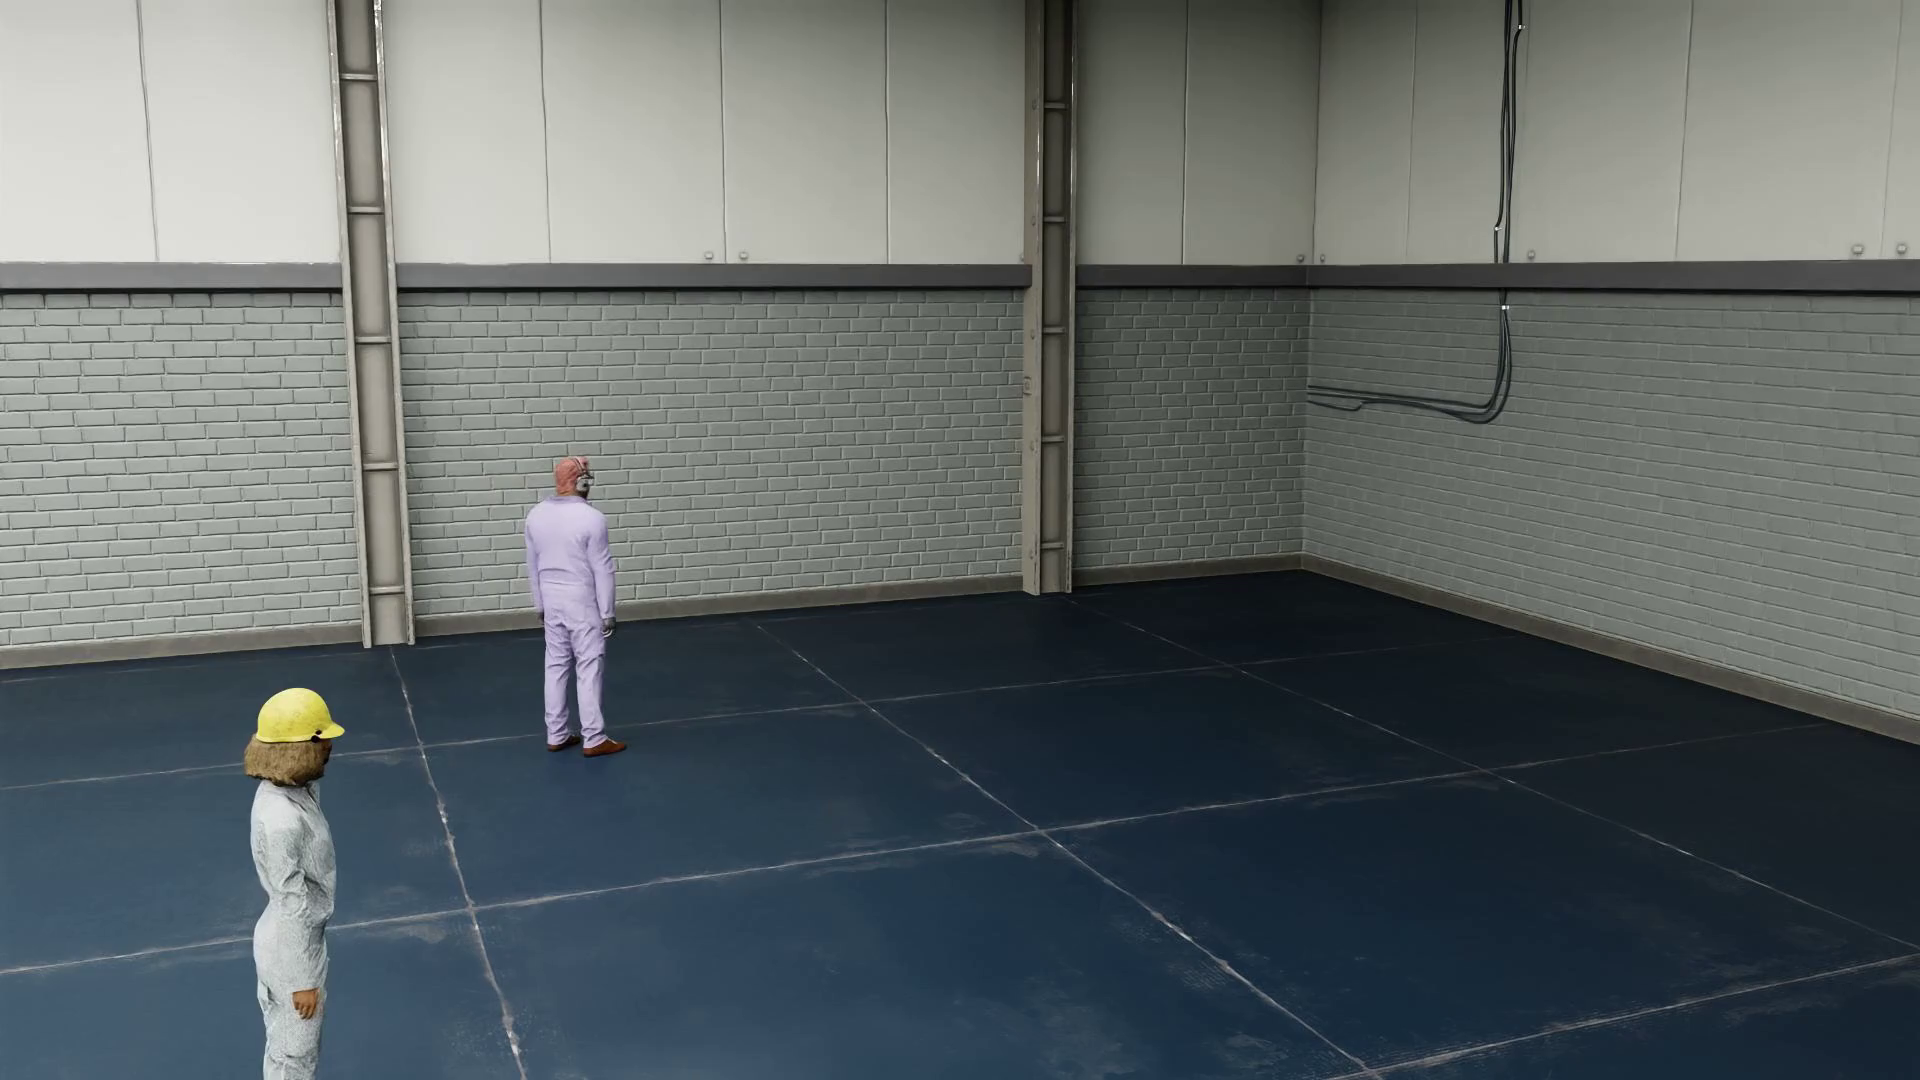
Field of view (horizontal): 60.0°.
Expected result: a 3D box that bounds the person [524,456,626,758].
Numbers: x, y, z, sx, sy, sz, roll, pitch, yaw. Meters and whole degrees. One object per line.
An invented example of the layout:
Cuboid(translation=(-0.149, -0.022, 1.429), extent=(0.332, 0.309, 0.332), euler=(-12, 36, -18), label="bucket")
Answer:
Cuboid(translation=(-2.418, 0.417, 10.525), extent=(0.651, 1.904, 0.403), euler=(5, 10, 28), label="person")

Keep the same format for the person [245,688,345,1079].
Cuboid(translation=(-2.101, 1.325, 5.329), extent=(0.322, 1.742, 0.493), euler=(-4, 10, -22), label="person")
